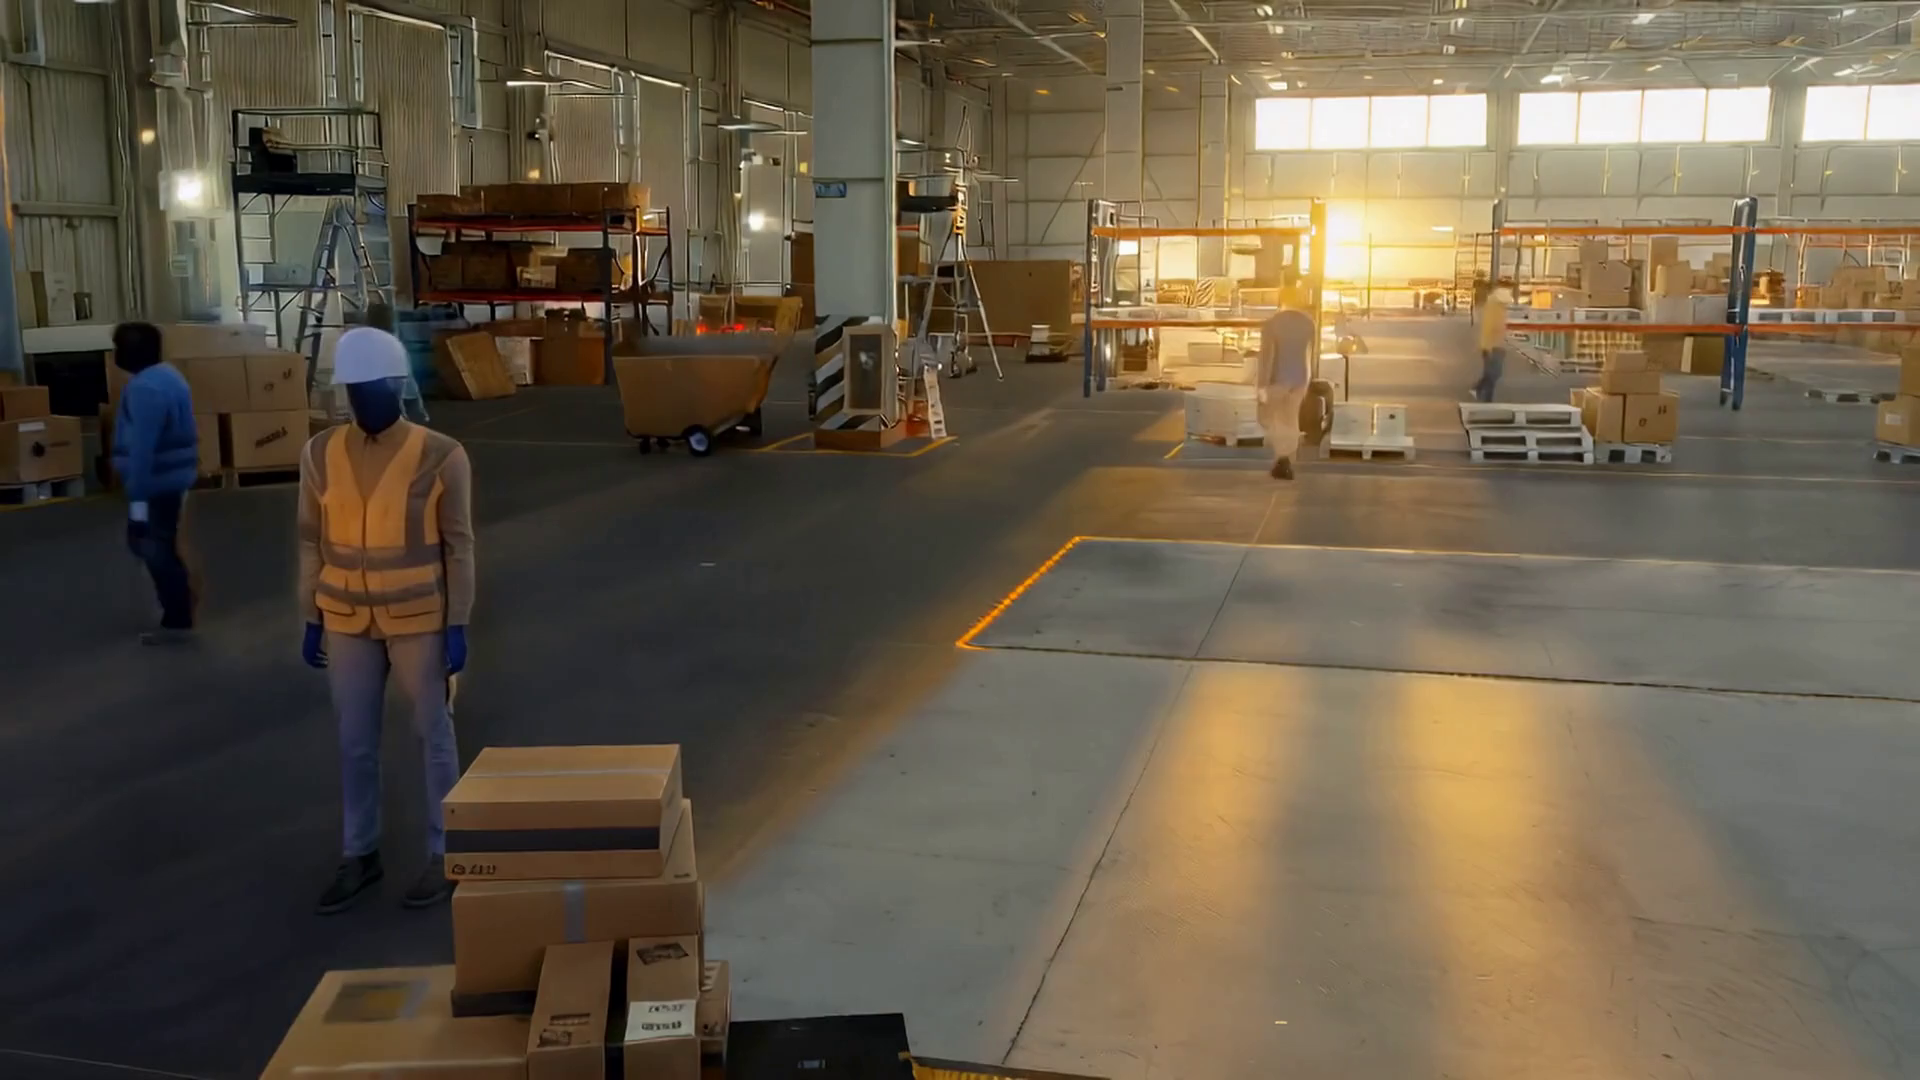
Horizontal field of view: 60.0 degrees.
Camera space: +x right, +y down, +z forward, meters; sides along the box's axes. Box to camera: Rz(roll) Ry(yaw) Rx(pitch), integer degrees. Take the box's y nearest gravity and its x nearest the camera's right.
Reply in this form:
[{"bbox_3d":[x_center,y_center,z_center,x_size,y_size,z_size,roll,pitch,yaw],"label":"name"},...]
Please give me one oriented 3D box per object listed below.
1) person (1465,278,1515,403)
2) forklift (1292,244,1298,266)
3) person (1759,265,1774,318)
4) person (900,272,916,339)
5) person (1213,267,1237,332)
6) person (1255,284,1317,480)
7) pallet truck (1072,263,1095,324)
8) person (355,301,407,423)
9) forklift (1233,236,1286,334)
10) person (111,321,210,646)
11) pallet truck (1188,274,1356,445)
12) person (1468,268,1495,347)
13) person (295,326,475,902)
[{"bbox_3d":[7.584,-2.788,23.724,0.568,1.892,0.673,4,10,23],"label":"person"},{"bbox_3d":[9.730,-7.775,50.182,1.129,2.768,1.873,4,10,21],"label":"forklift"},{"bbox_3d":[25.280,-7.626,52.098,0.437,1.925,0.581,-1,10,-5],"label":"person"},{"bbox_3d":[-1.276,-5.204,38.081,0.558,1.867,1.120,-1,10,-7],"label":"person"},{"bbox_3d":[7.295,-6.555,45.819,0.629,1.929,0.357,0,10,2],"label":"person"},{"bbox_3d":[3.174,-1.544,16.310,0.649,1.919,0.448,-4,10,-23],"label":"person"},{"bbox_3d":[4.325,-8.180,55.162,0.823,1.965,1.885,6,11,31],"label":"pallet truck"},{"bbox_3d":[-4.744,-1.088,13.966,0.654,1.802,0.901,9,13,44],"label":"person"},{"bbox_3d":[8.691,-7.087,46.132,1.873,2.768,1.129,5,11,27],"label":"forklift"},{"bbox_3d":[-4.498,-0.304,9.284,0.451,1.826,0.658,-2,10,-10],"label":"person"},{"bbox_3d":[3.653,-2.138,19.590,1.885,1.965,0.823,-4,10,-20],"label":"pallet truck"},{"bbox_3d":[12.676,-5.621,40.301,0.654,1.925,0.516,1,10,5],"label":"person"},{"bbox_3d":[-1.938,0.257,5.629,0.605,1.948,0.384,0,10,2],"label":"person"}]
